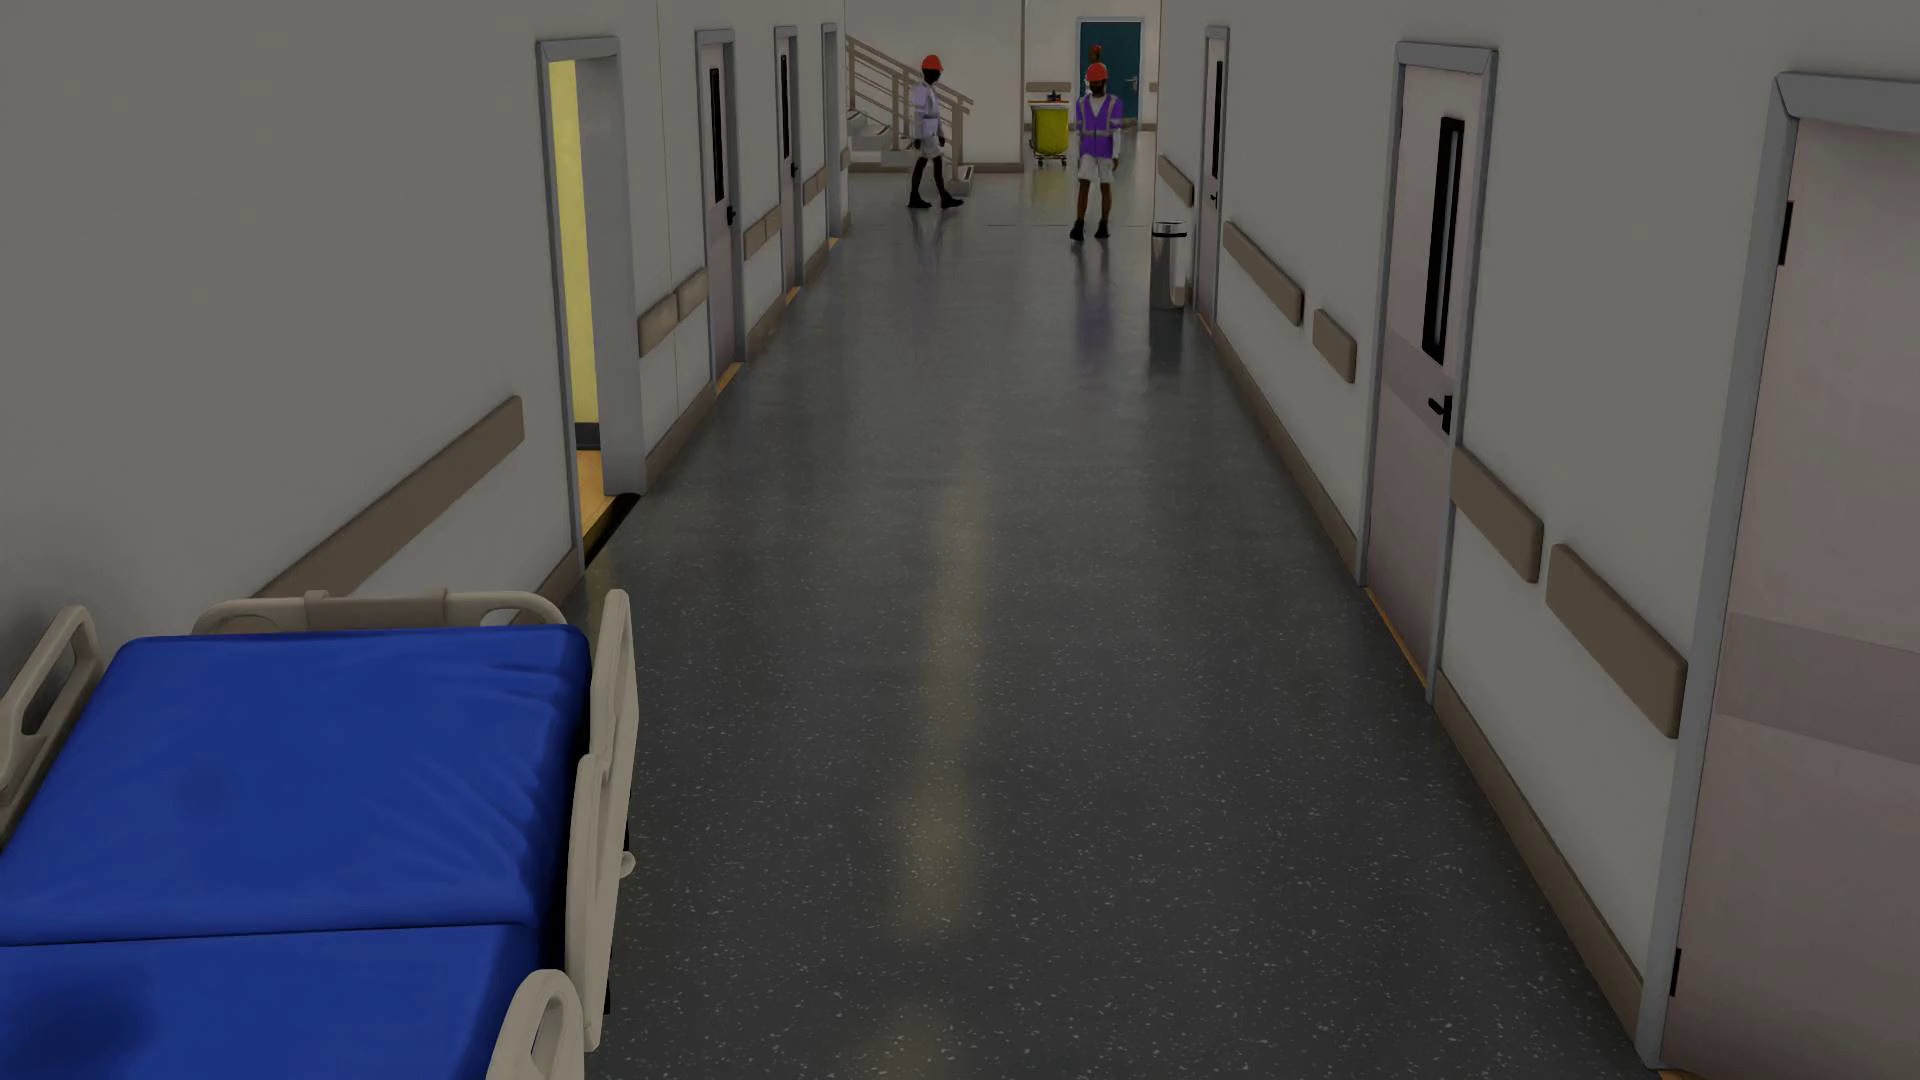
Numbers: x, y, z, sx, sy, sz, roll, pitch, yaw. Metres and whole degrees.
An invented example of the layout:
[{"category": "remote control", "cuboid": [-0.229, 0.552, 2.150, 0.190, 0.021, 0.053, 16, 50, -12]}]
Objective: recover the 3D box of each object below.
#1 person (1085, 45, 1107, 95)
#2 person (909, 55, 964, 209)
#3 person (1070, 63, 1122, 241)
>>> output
[{"category": "person", "cuboid": [2.343, -7.626, 28.917, 0.355, 1.883, 0.574, -7, 19, -20]}, {"category": "person", "cuboid": [-0.283, -5.178, 21.178, 0.860, 1.904, 0.577, 3, 18, 11]}, {"category": "person", "cuboid": [1.481, -4.229, 18.223, 0.548, 1.899, 0.923, 6, 18, 17]}]
